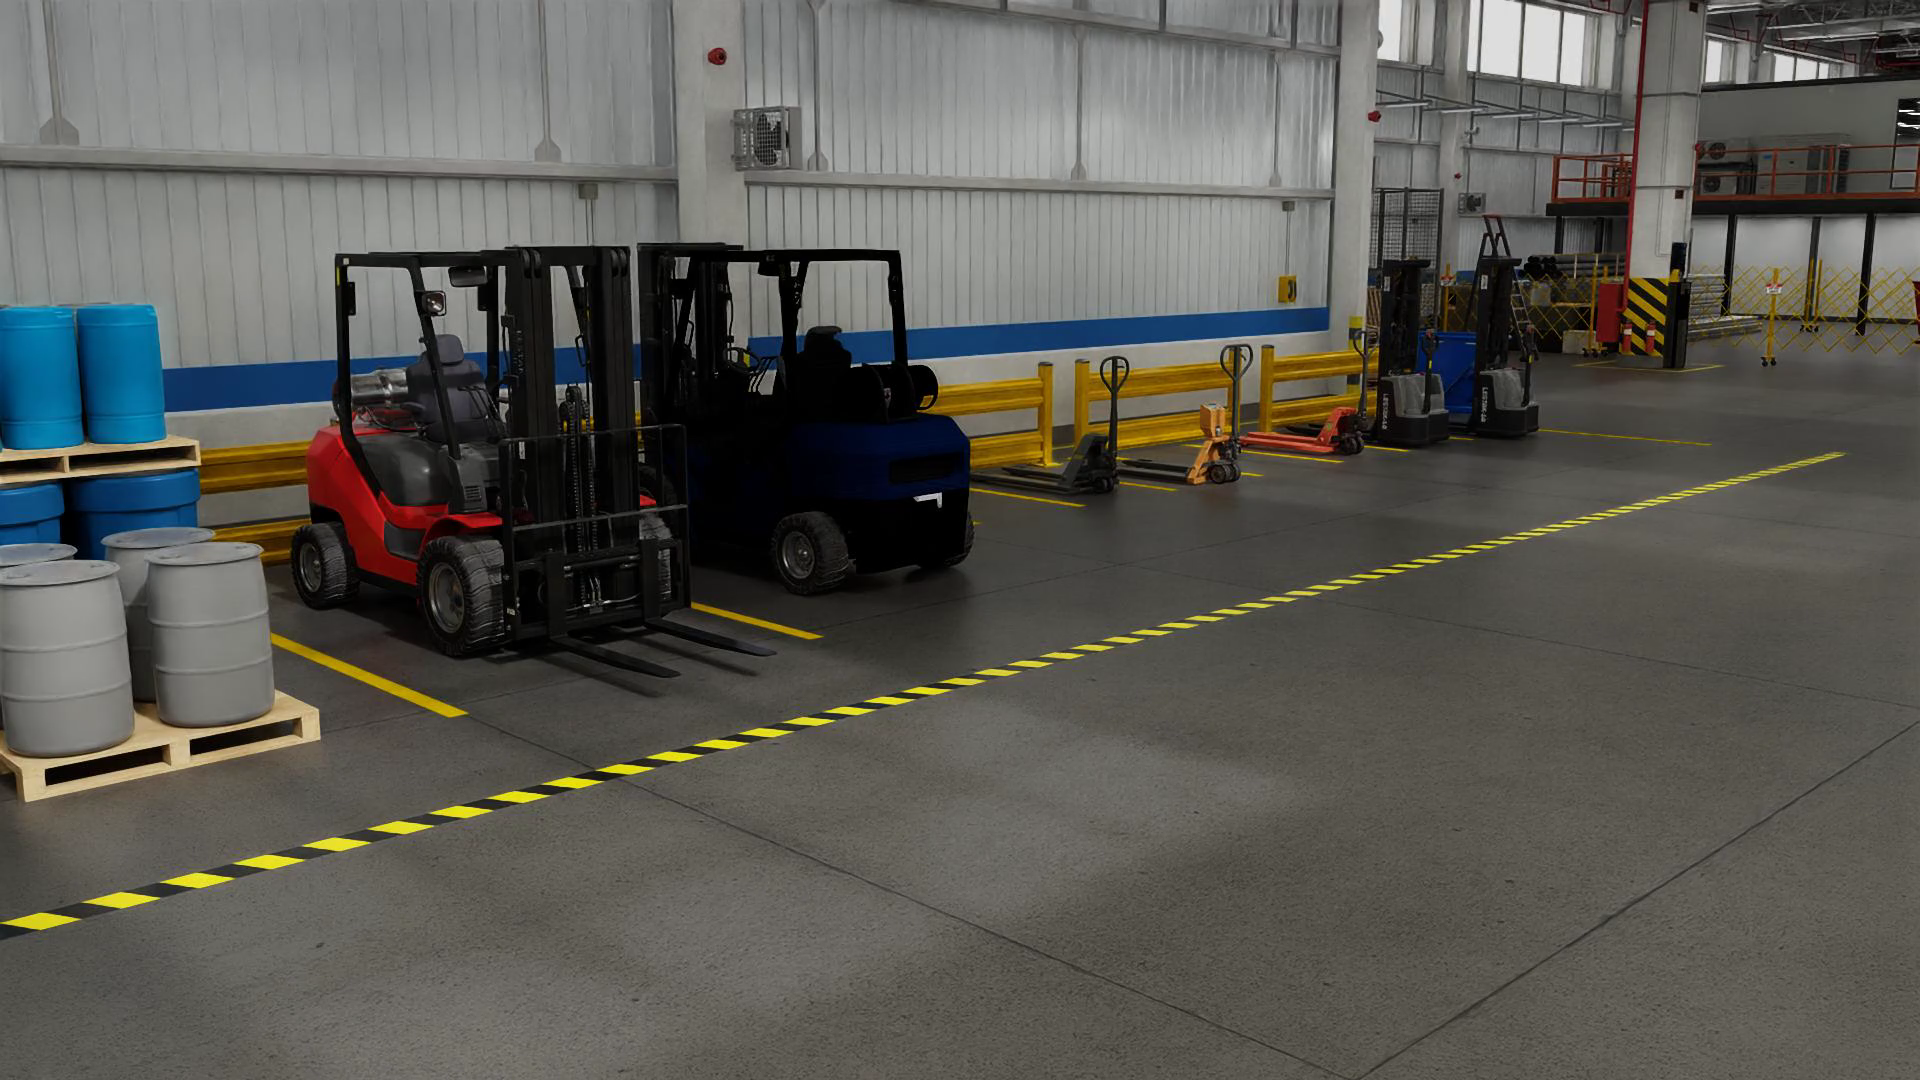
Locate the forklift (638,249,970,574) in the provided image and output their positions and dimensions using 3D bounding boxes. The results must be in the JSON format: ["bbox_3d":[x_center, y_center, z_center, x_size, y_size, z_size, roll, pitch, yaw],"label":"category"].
[{"bbox_3d":[-1.173,-0.958,11.239,2.680,1.987,1.157,10,14,43],"label":"forklift"}]

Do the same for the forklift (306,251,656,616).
[{"bbox_3d":[-2.833,-0.669,9.694,1.157,1.987,2.680,-10,14,-44],"label":"forklift"}]

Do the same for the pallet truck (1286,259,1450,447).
[{"bbox_3d":[4.493,-2.078,18.196,0.823,1.965,1.885,-9,14,-40],"label":"pallet truck"}]

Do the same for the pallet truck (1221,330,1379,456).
[{"bbox_3d":[3.563,-1.581,17.381,0.653,1.274,1.630,-10,14,-44],"label":"pallet truck"}]

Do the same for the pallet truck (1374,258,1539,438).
[{"bbox_3d":[5.704,-2.208,18.901,1.885,1.965,0.823,10,14,43],"label":"pallet truck"}]

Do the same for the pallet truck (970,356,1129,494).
[{"bbox_3d":[0.784,-1.085,14.876,0.680,1.201,1.601,-10,14,-44],"label":"pallet truck"}]

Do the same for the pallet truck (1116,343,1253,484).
[{"bbox_3d":[1.962,-1.215,15.415,1.522,1.261,0.704,10,14,43],"label":"pallet truck"}]
